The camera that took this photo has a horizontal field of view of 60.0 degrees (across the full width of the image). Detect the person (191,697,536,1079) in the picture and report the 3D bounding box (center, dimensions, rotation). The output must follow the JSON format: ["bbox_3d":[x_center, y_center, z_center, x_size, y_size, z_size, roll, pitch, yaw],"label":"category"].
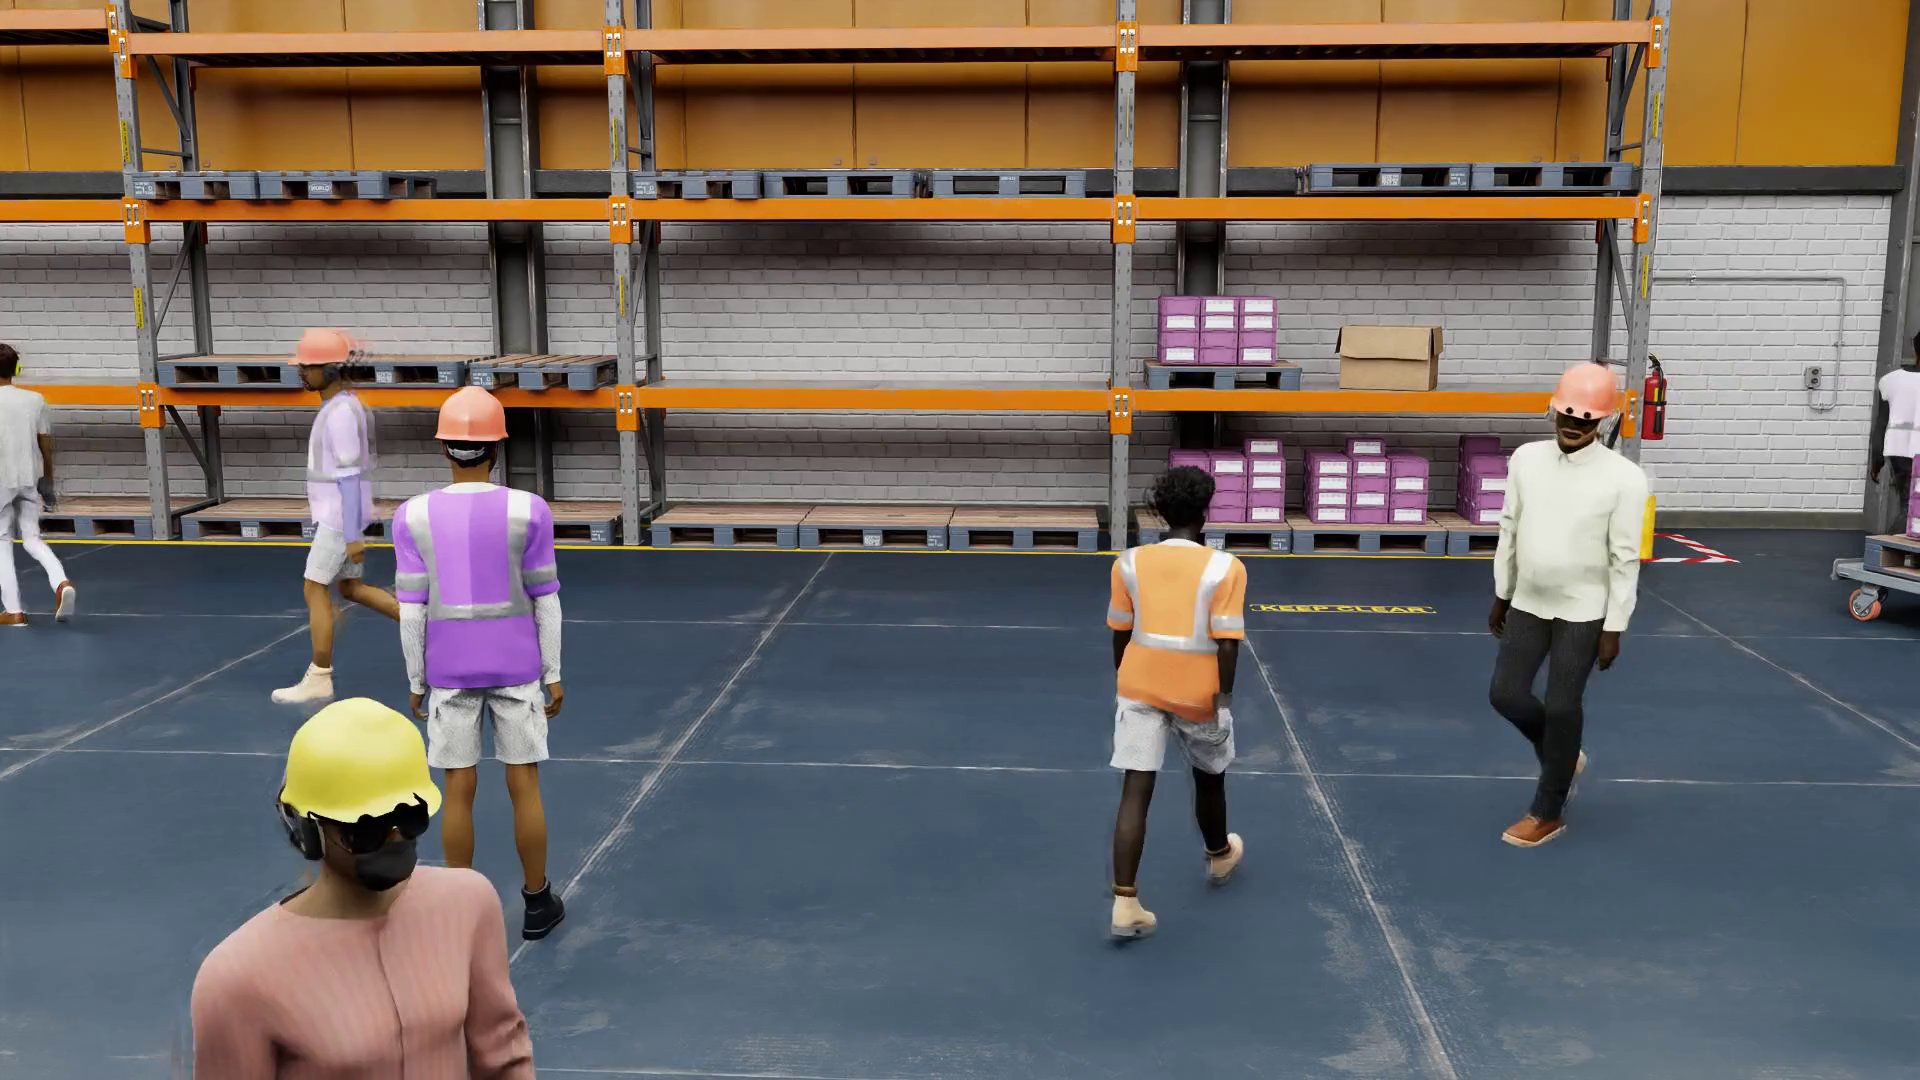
[{"bbox_3d":[-0.941,1.075,2.680,0.898,1.722,0.536,7,12,35],"label":"person"}]

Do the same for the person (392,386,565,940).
[{"bbox_3d":[-1.647,0.441,5.755,0.542,1.939,0.363,-2,10,-9],"label":"person"}]

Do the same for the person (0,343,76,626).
[{"bbox_3d":[-5.995,-0.334,10.585,0.675,1.847,0.515,6,11,31],"label":"person"}]

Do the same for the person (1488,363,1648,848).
[{"bbox_3d":[2.430,0.266,6.684,0.529,1.971,0.646,-7,12,-36],"label":"person"}]

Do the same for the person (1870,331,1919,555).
[{"bbox_3d":[6.939,-0.601,12.075,0.939,1.879,0.600,-5,11,-26],"label":"person"}]

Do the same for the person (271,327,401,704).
[{"bbox_3d":[-3.252,-0.138,8.939,0.882,2.018,0.615,-3,10,-17],"label":"person"}]

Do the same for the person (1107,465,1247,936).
[{"bbox_3d":[0.770,0.548,5.988,0.547,1.629,0.967,5,11,27],"label":"person"}]
